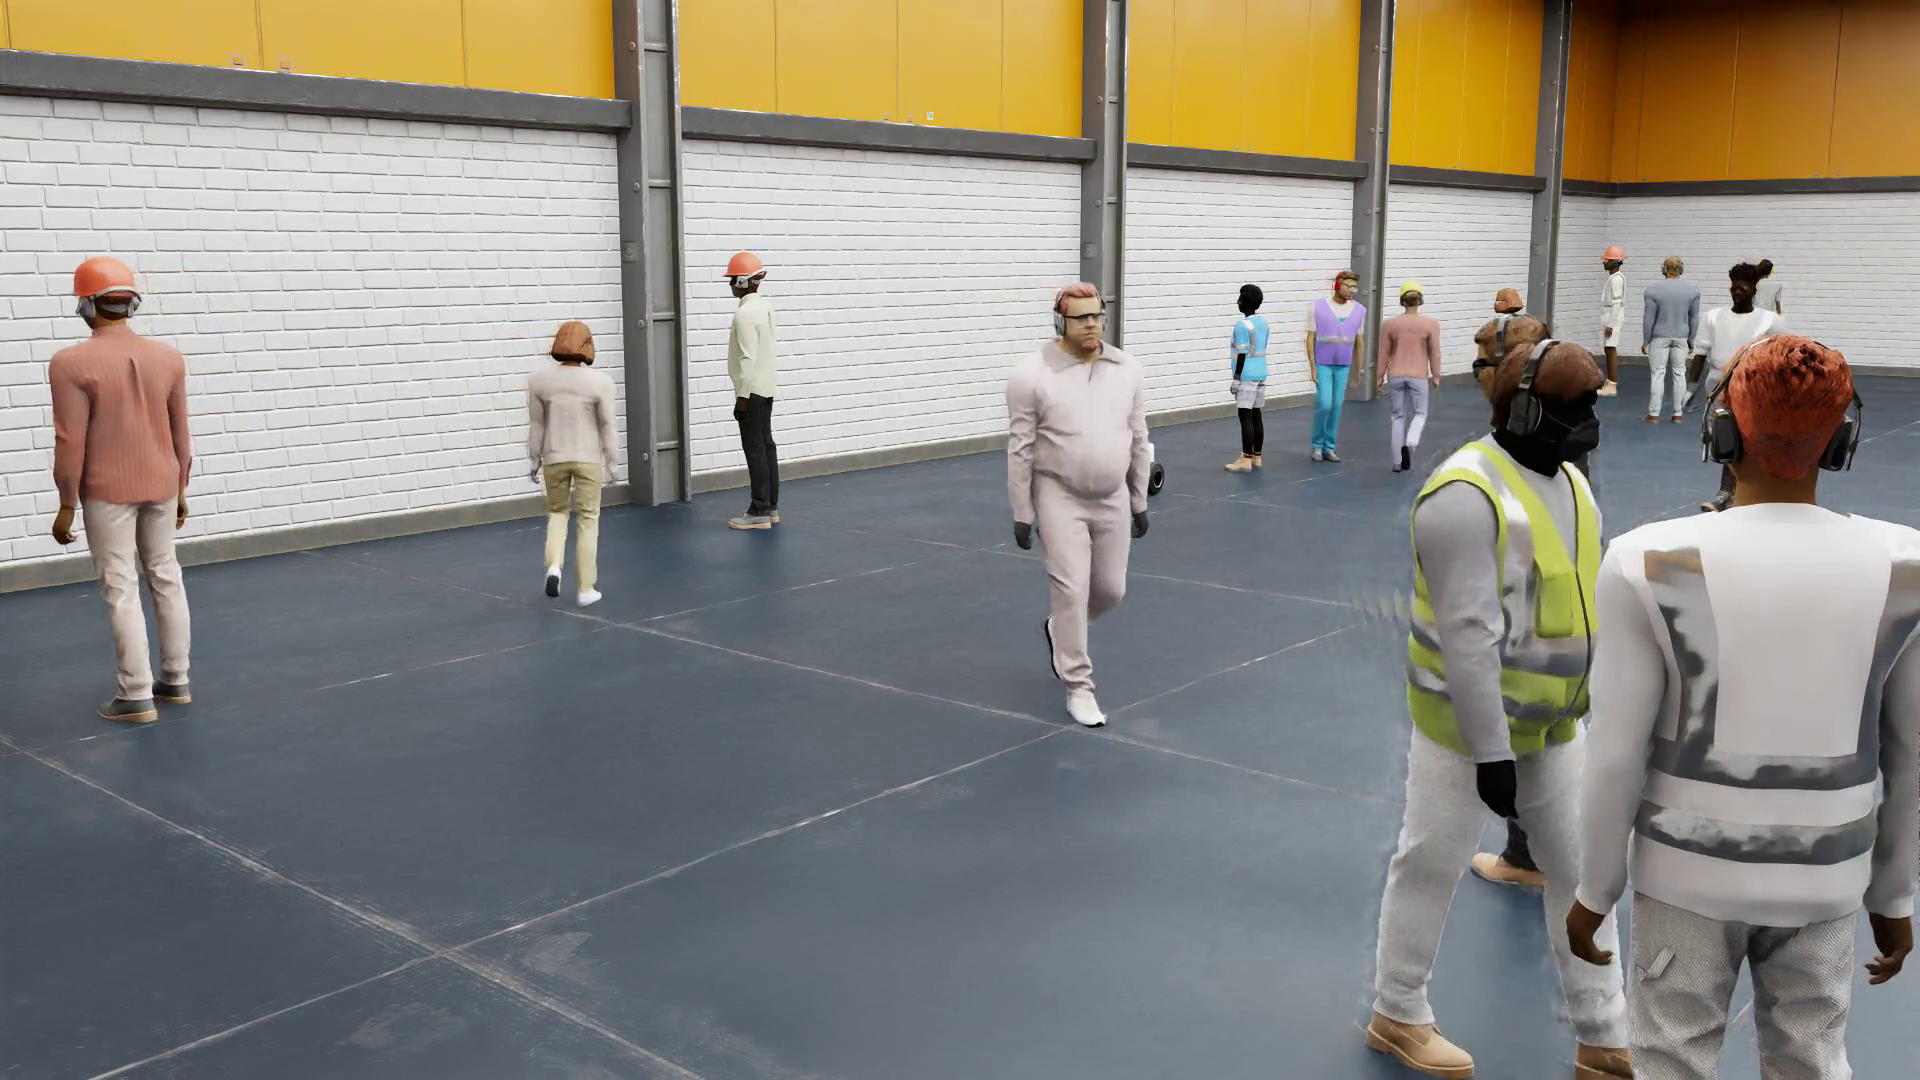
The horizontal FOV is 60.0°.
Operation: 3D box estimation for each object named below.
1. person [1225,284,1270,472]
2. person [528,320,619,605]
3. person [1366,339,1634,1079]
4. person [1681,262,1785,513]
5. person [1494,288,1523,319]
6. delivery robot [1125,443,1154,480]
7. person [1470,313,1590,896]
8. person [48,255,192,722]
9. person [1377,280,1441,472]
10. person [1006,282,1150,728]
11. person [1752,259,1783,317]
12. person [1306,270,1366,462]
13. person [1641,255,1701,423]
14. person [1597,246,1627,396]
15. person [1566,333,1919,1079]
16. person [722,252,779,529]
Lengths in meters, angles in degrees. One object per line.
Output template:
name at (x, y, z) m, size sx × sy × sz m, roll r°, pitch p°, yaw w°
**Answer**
person at (2.619, -1.470, 15.124) m, size 0.318 × 1.700 × 0.535 m, roll 6°, pitch 12°, yaw 32°
person at (-2.185, -0.428, 9.413) m, size 0.525 × 1.619 × 0.390 m, roll 1°, pitch 10°, yaw 3°
person at (1.357, 0.453, 3.885) m, size 0.649 × 1.810 × 0.857 m, roll -8°, pitch 13°, yaw -39°
person at (5.774, -1.109, 12.462) m, size 1.014 × 1.911 × 0.611 m, roll -9°, pitch 13°, yaw -40°
person at (5.344, -1.639, 16.271) m, size 0.266 × 1.631 × 0.507 m, roll 7°, pitch 12°, yaw 36°
delivery robot at (1.283, -0.665, 13.527) m, size 0.477 × 0.478 × 0.707 m, roll 7°, pitch 12°, yaw 35°
person at (1.748, 0.219, 5.168) m, size 0.556 × 1.822 × 0.395 m, roll -9°, pitch 14°, yaw -43°
person at (-3.599, -0.203, 7.170) m, size 0.387 × 1.962 × 0.619 m, roll 5°, pitch 11°, yaw 28°
person at (4.001, -1.446, 14.886) m, size 0.567 × 1.739 × 0.548 m, roll 4°, pitch 11°, yaw 24°
person at (0.499, -0.180, 7.267) m, size 0.659 × 1.884 × 0.747 m, roll -4°, pitch 11°, yaw -22°
person at (11.654, -3.139, 24.167) m, size 0.509 × 1.864 × 0.331 m, roll 2°, pitch 10°, yaw 13°
person at (3.524, -1.623, 15.665) m, size 0.587 × 1.809 × 0.472 m, roll -2°, pitch 10°, yaw -13°
person at (8.184, -2.307, 19.210) m, size 0.631 × 1.939 × 0.372 m, roll 1°, pitch 10°, yaw 5°
person at (8.917, -2.997, 22.827) m, size 0.367 × 2.048 × 0.607 m, roll 3°, pitch 10°, yaw 17°
person at (1.351, 0.591, 2.866) m, size 0.584 × 1.882 × 0.349 m, roll 1°, pitch 10°, yaw 5°
person at (-1.518, -1.078, 12.050) m, size 0.396 × 1.992 × 0.622 m, roll 2°, pitch 10°, yaw 9°
